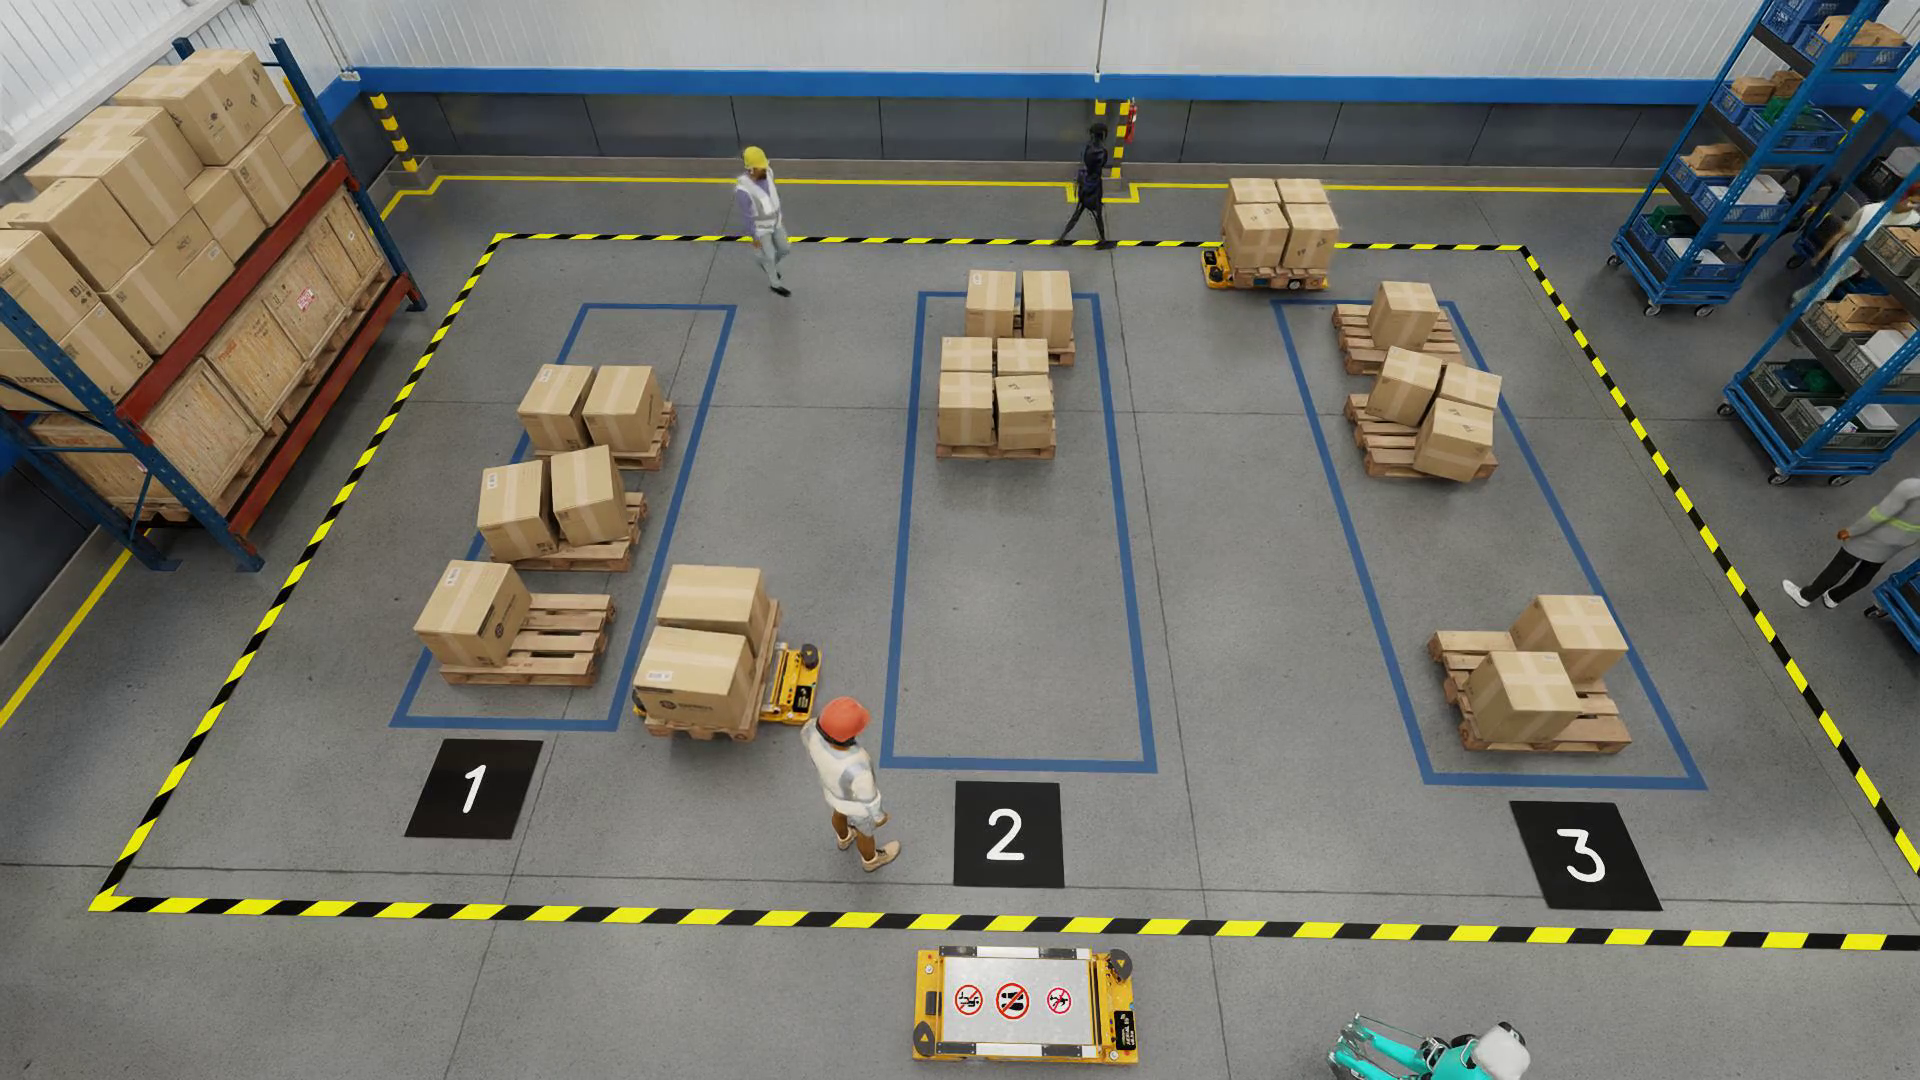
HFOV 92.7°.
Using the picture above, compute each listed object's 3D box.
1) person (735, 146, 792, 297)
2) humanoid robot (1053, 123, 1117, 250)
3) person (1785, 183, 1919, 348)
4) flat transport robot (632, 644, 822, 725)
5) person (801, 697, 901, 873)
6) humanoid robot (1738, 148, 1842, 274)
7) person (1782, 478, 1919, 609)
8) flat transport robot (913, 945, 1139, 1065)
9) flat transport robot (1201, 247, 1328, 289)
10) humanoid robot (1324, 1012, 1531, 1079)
[{"bbox_3d":[-2.206,-3.600,10.420,0.421,1.817,0.599,24,55,18],"label":"person"},{"bbox_3d":[1.585,-4.262,11.094,0.803,1.632,0.590,-8,51,-7],"label":"humanoid robot"},{"bbox_3d":[9.738,-3.094,10.023,0.569,1.793,0.937,12,52,10],"label":"person"},{"bbox_3d":[-1.904,1.145,7.535,1.431,0.197,0.652,3,51,2],"label":"flat transport robot"},{"bbox_3d":[-0.702,1.624,6.025,0.603,2.034,0.383,36,59,26],"label":"person"},{"bbox_3d":[9.598,-3.754,10.659,0.609,1.637,0.670,28,56,21],"label":"humanoid robot"},{"bbox_3d":[7.604,-0.083,7.532,0.589,1.852,0.398,6,51,5],"label":"person"},{"bbox_3d":[0.422,3.041,6.007,1.431,0.231,0.659,1,51,1],"label":"flat transport robot"},{"bbox_3d":[3.720,-3.349,11.198,1.431,0.197,0.652,1,51,1],"label":"flat transport robot"},{"bbox_3d":[2.450,2.865,5.116,0.533,1.677,0.735,-36,59,-26],"label":"humanoid robot"}]
